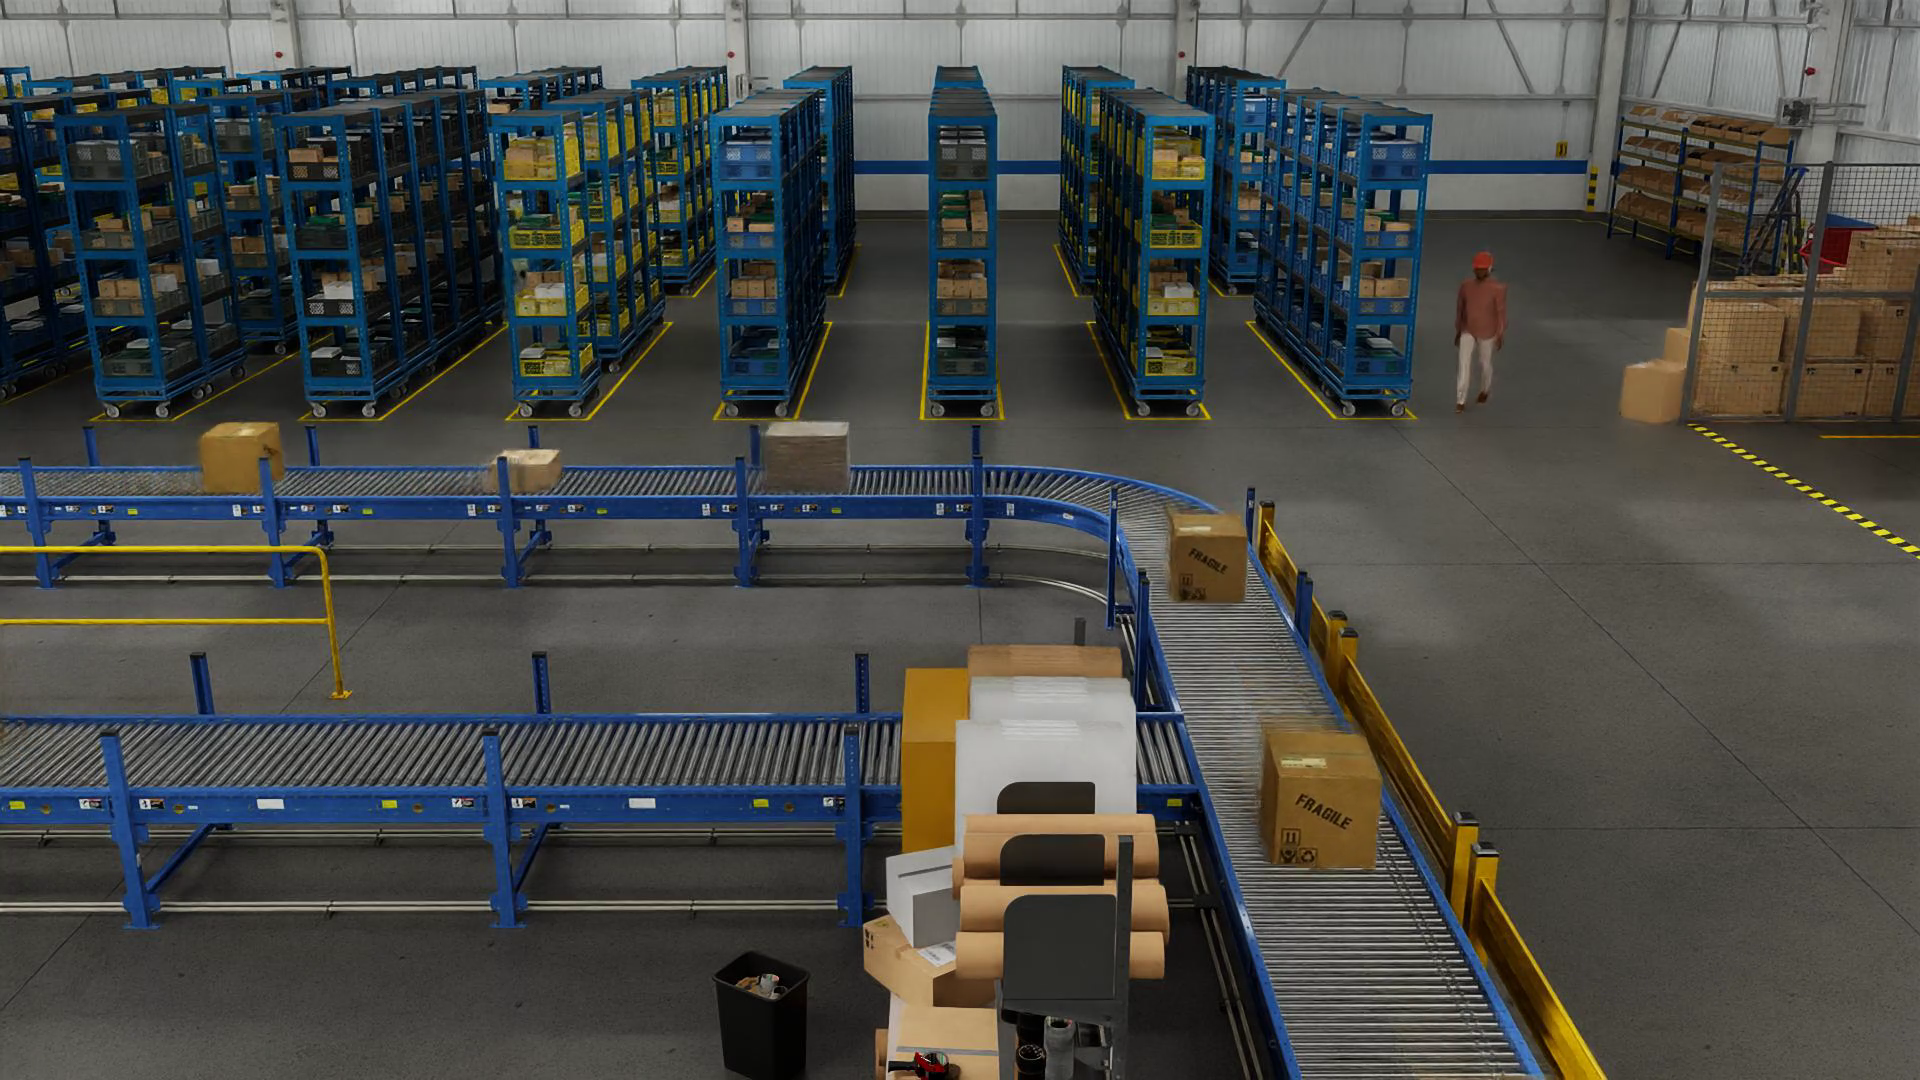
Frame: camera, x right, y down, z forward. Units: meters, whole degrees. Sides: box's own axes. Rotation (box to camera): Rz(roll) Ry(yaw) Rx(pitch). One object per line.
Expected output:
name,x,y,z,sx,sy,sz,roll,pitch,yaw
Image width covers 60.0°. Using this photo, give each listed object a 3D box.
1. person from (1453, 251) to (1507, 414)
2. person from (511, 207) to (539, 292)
person,6.383,-2.575,20.414,0.622,1.956,0.981,11,21,30
person,-6.751,-4.273,25.874,0.410,1.806,0.608,10,20,27
